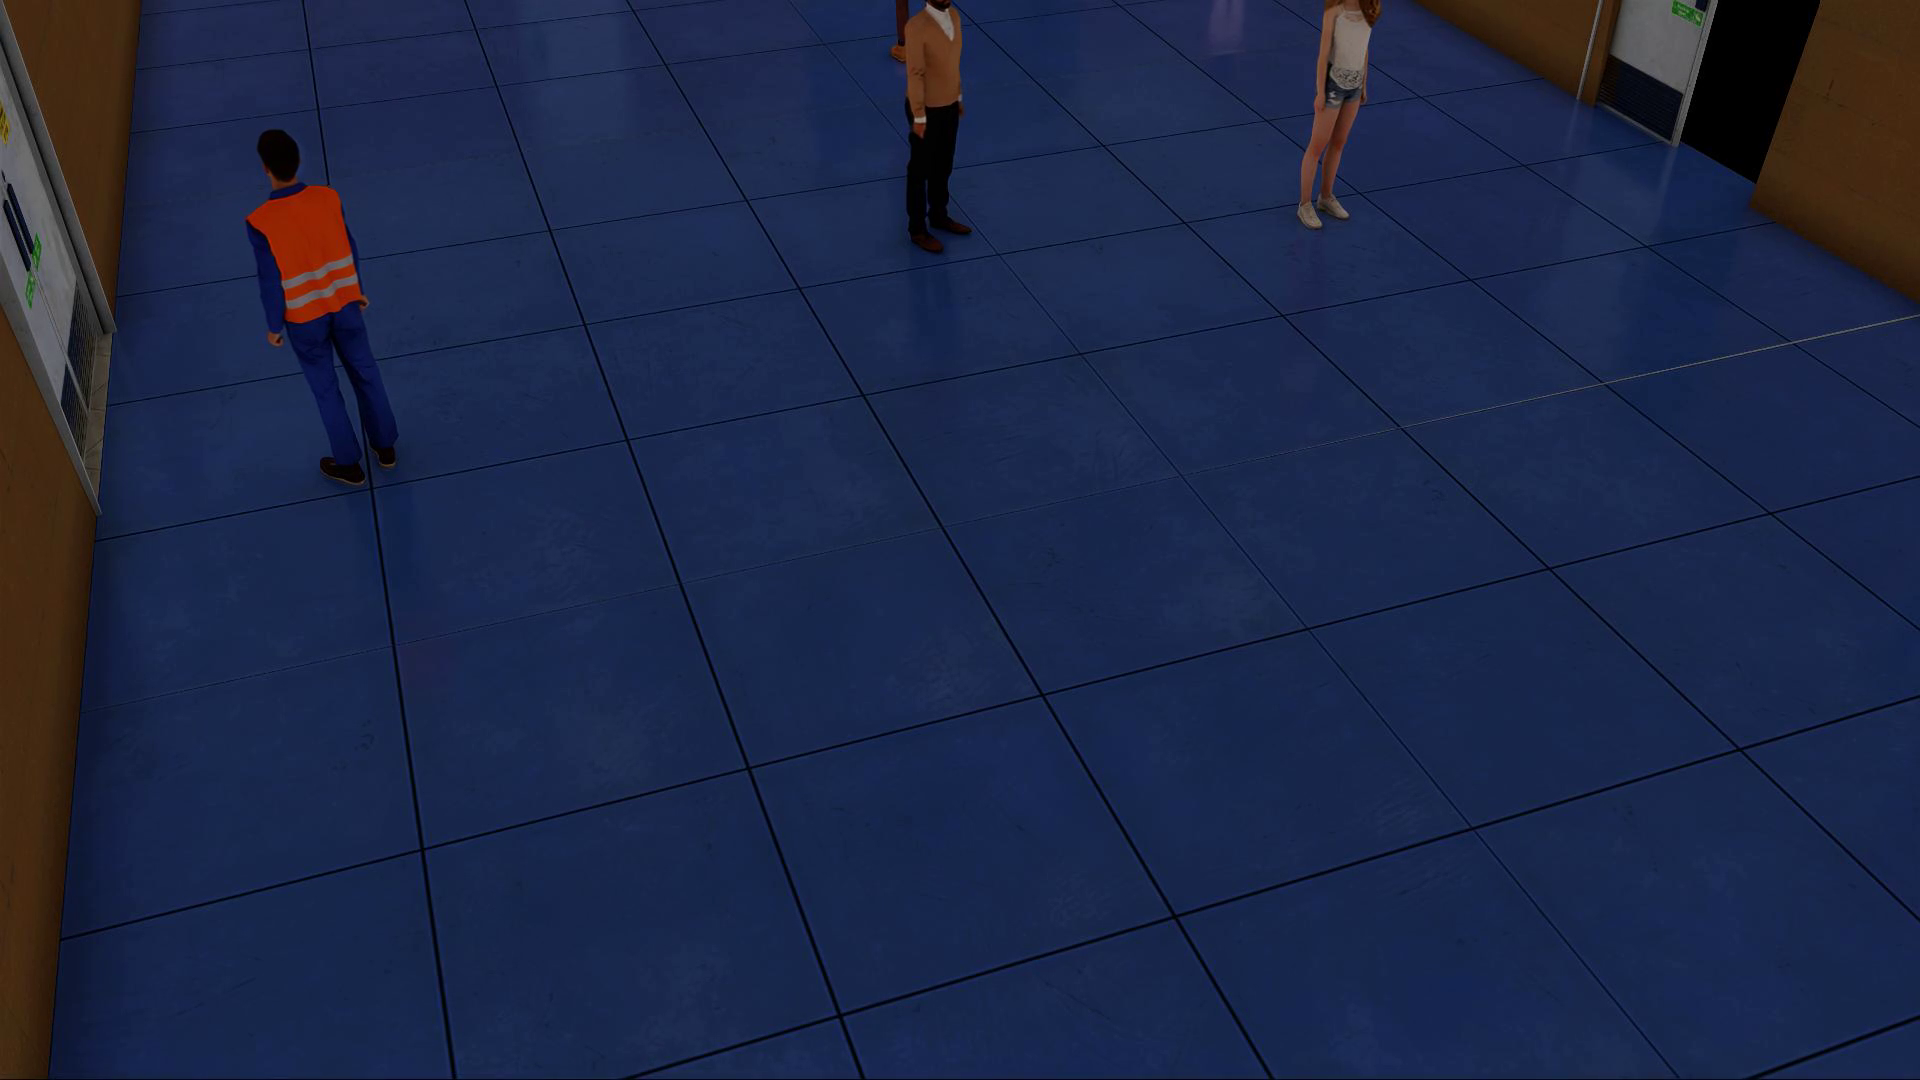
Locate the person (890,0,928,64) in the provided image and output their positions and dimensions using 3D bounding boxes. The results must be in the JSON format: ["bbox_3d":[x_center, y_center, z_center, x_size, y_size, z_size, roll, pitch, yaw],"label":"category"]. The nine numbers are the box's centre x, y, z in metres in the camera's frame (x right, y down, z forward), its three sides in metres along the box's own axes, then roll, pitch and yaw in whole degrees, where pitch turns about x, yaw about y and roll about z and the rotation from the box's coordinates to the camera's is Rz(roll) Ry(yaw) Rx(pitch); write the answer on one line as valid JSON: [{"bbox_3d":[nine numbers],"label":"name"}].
[{"bbox_3d":[-0.355,-4.610,12.966,0.540,1.729,0.669,-10,38,-13],"label":"person"}]

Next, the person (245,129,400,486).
[{"bbox_3d":[-3.164,-1.131,8.220,0.853,1.862,0.727,28,45,32],"label":"person"}]

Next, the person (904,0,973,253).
[{"bbox_3d":[-0.165,-2.708,10.411,0.819,1.754,0.725,23,43,28],"label":"person"}]

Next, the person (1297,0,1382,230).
[{"bbox_3d":[2.408,-2.883,10.640,0.521,1.759,0.673,-21,42,-25],"label":"person"}]
